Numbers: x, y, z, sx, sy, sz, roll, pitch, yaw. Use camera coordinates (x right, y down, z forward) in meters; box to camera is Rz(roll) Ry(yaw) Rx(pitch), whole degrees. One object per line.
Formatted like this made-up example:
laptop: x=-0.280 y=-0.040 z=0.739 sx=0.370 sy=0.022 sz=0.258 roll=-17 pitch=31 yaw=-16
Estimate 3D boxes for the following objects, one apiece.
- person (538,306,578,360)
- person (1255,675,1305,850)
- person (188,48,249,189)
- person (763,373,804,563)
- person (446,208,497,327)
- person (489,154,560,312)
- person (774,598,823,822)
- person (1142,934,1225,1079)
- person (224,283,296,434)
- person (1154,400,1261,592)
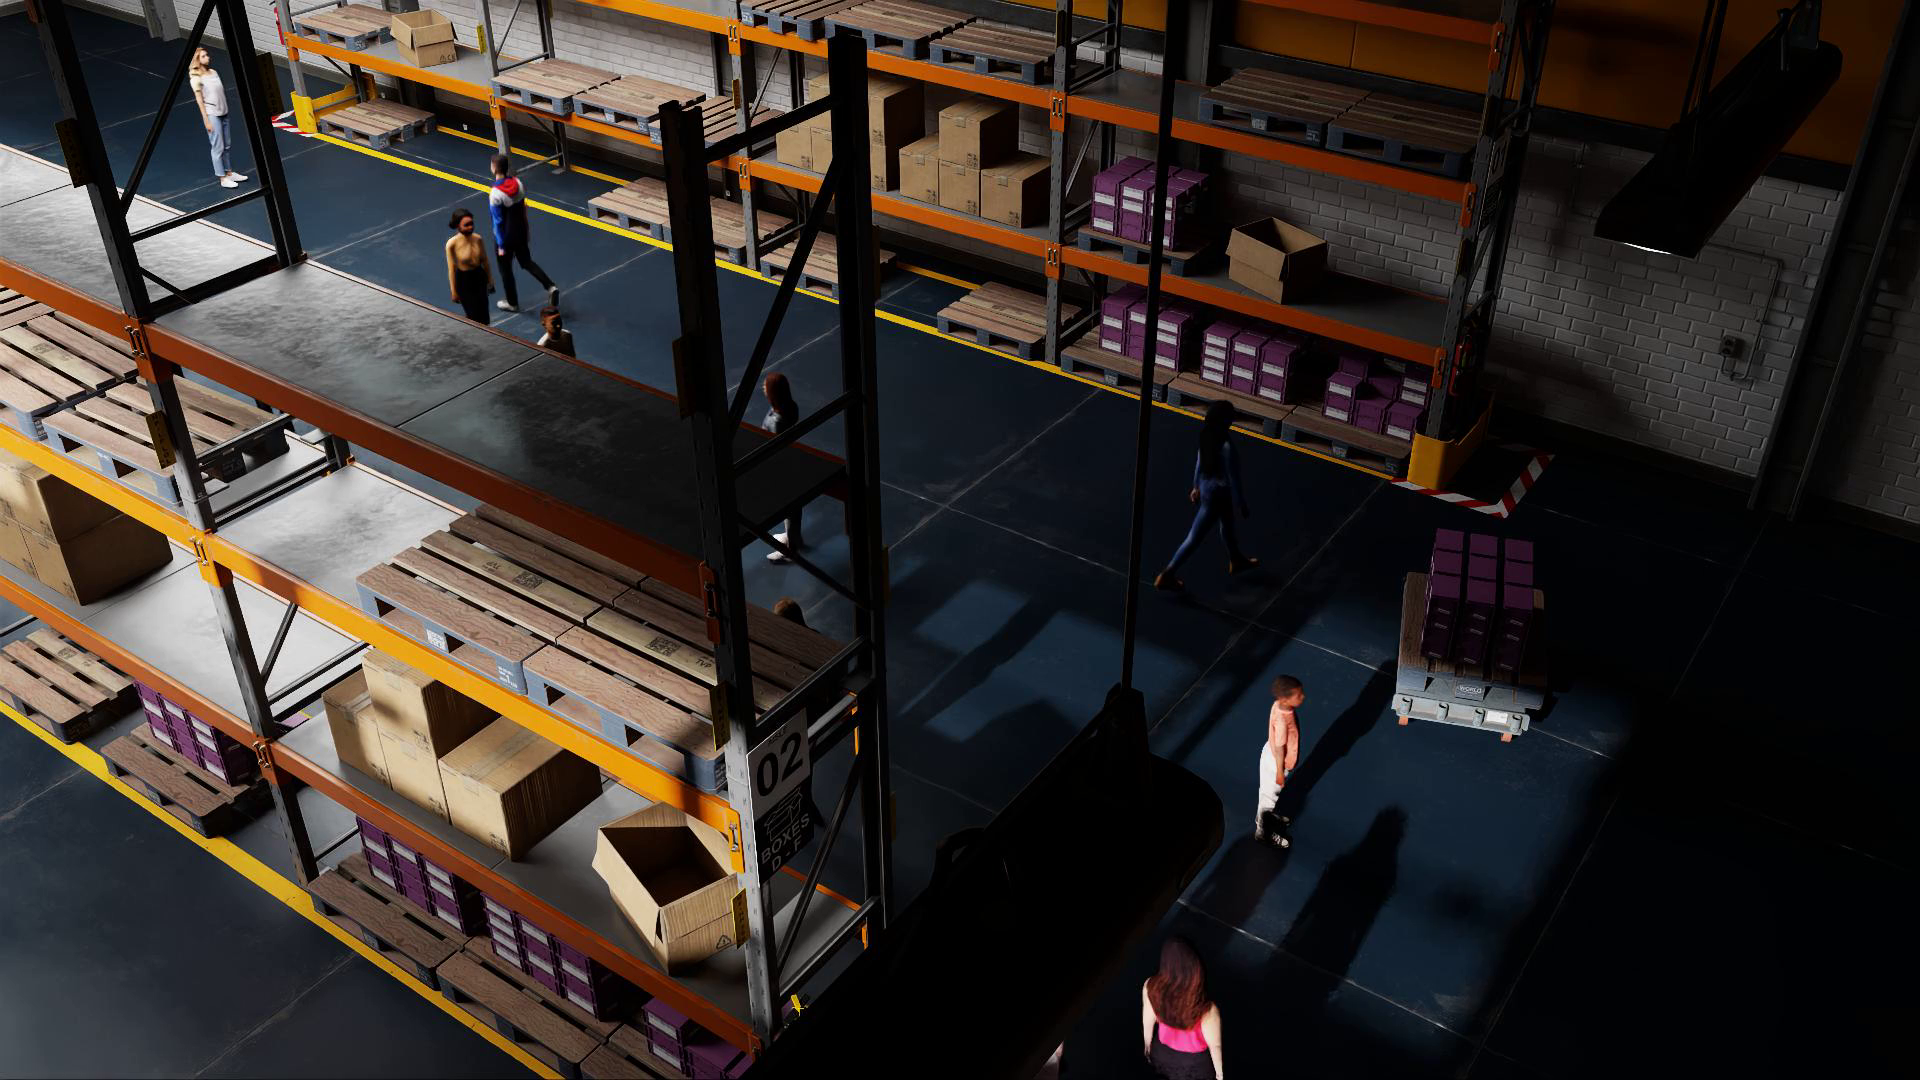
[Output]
person: x=-3.628 y=-1.448 z=15.090 sx=0.488 sy=1.460 sz=0.529 roll=22 pitch=39 yaw=29
person: x=2.078 y=1.423 z=10.906 sx=0.568 sy=1.311 sz=0.554 roll=8 pitch=34 yaw=11
person: x=-9.200 y=-5.220 z=20.526 sx=0.705 sy=1.723 sz=0.707 roll=5 pitch=34 yaw=7
person: x=-1.432 y=-0.605 z=13.603 sx=0.692 sy=1.703 sz=0.689 roll=3 pitch=34 yaw=4
person: x=-4.895 y=-2.521 z=16.538 sx=0.666 sy=1.644 sz=0.640 roll=29 pitch=43 yaw=36
person: x=-4.634 y=-3.176 z=17.435 sx=1.022 sy=1.741 sz=0.719 roll=16 pitch=37 yaw=22
person: x=-1.086 y=1.143 z=10.845 sx=0.682 sy=1.844 sz=0.669 roll=-20 pitch=38 yaw=-27
person: x=1.123 y=2.756 z=8.612 sx=0.756 sy=1.628 sz=0.700 roll=25 pitch=41 yaw=33
person: x=-6.445 y=-1.658 z=15.242 sx=0.546 sy=1.641 sz=0.603 roll=15 pitch=37 yaw=22
person: x=1.927 y=-0.295 z=13.171 sx=1.172 sy=1.663 sz=1.175 roll=-9 pitch=35 yaw=-13
